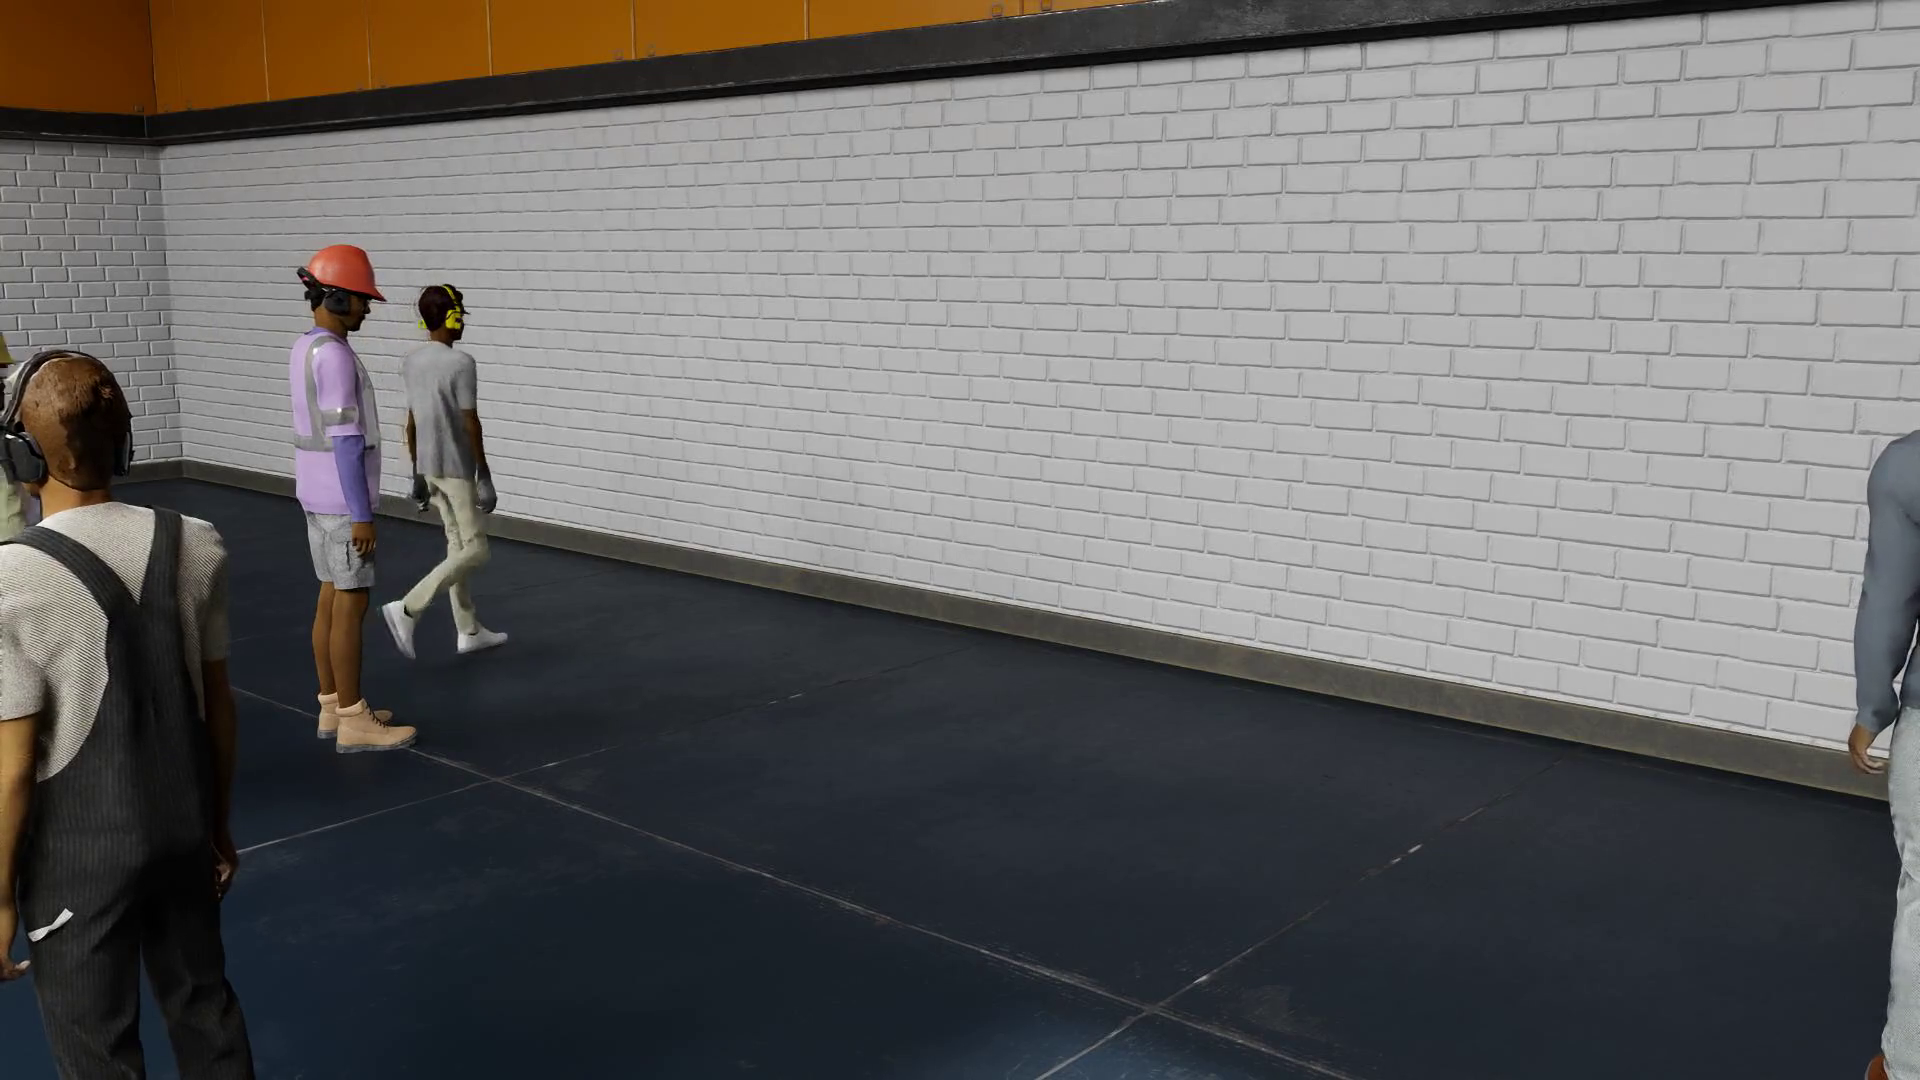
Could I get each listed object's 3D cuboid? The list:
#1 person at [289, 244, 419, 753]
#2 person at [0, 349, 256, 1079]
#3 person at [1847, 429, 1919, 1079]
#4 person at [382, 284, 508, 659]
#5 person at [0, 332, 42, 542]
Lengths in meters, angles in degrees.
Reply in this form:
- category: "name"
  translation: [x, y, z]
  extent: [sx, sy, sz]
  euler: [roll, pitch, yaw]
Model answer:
- category: "person"
  translation: [-2.473, -0.163, 6.728]
  extent: [0.383, 2.036, 0.605]
  euler: [-7, 12, -33]
- category: "person"
  translation: [-1.546, 0.580, 3.035]
  extent: [0.344, 1.847, 0.505]
  euler: [5, 11, 27]
- category: "person"
  translation: [2.349, 0.409, 3.743]
  extent: [0.635, 1.937, 0.352]
  euler: [4, 11, 22]
- category: "person"
  translation: [-2.531, -0.317, 8.124]
  extent: [0.528, 1.848, 0.704]
  euler: [8, 13, 37]
- category: "person"
  translation: [-3.493, 0.120, 5.896]
  extent: [0.614, 1.802, 0.764]
  euler: [4, 11, 23]
